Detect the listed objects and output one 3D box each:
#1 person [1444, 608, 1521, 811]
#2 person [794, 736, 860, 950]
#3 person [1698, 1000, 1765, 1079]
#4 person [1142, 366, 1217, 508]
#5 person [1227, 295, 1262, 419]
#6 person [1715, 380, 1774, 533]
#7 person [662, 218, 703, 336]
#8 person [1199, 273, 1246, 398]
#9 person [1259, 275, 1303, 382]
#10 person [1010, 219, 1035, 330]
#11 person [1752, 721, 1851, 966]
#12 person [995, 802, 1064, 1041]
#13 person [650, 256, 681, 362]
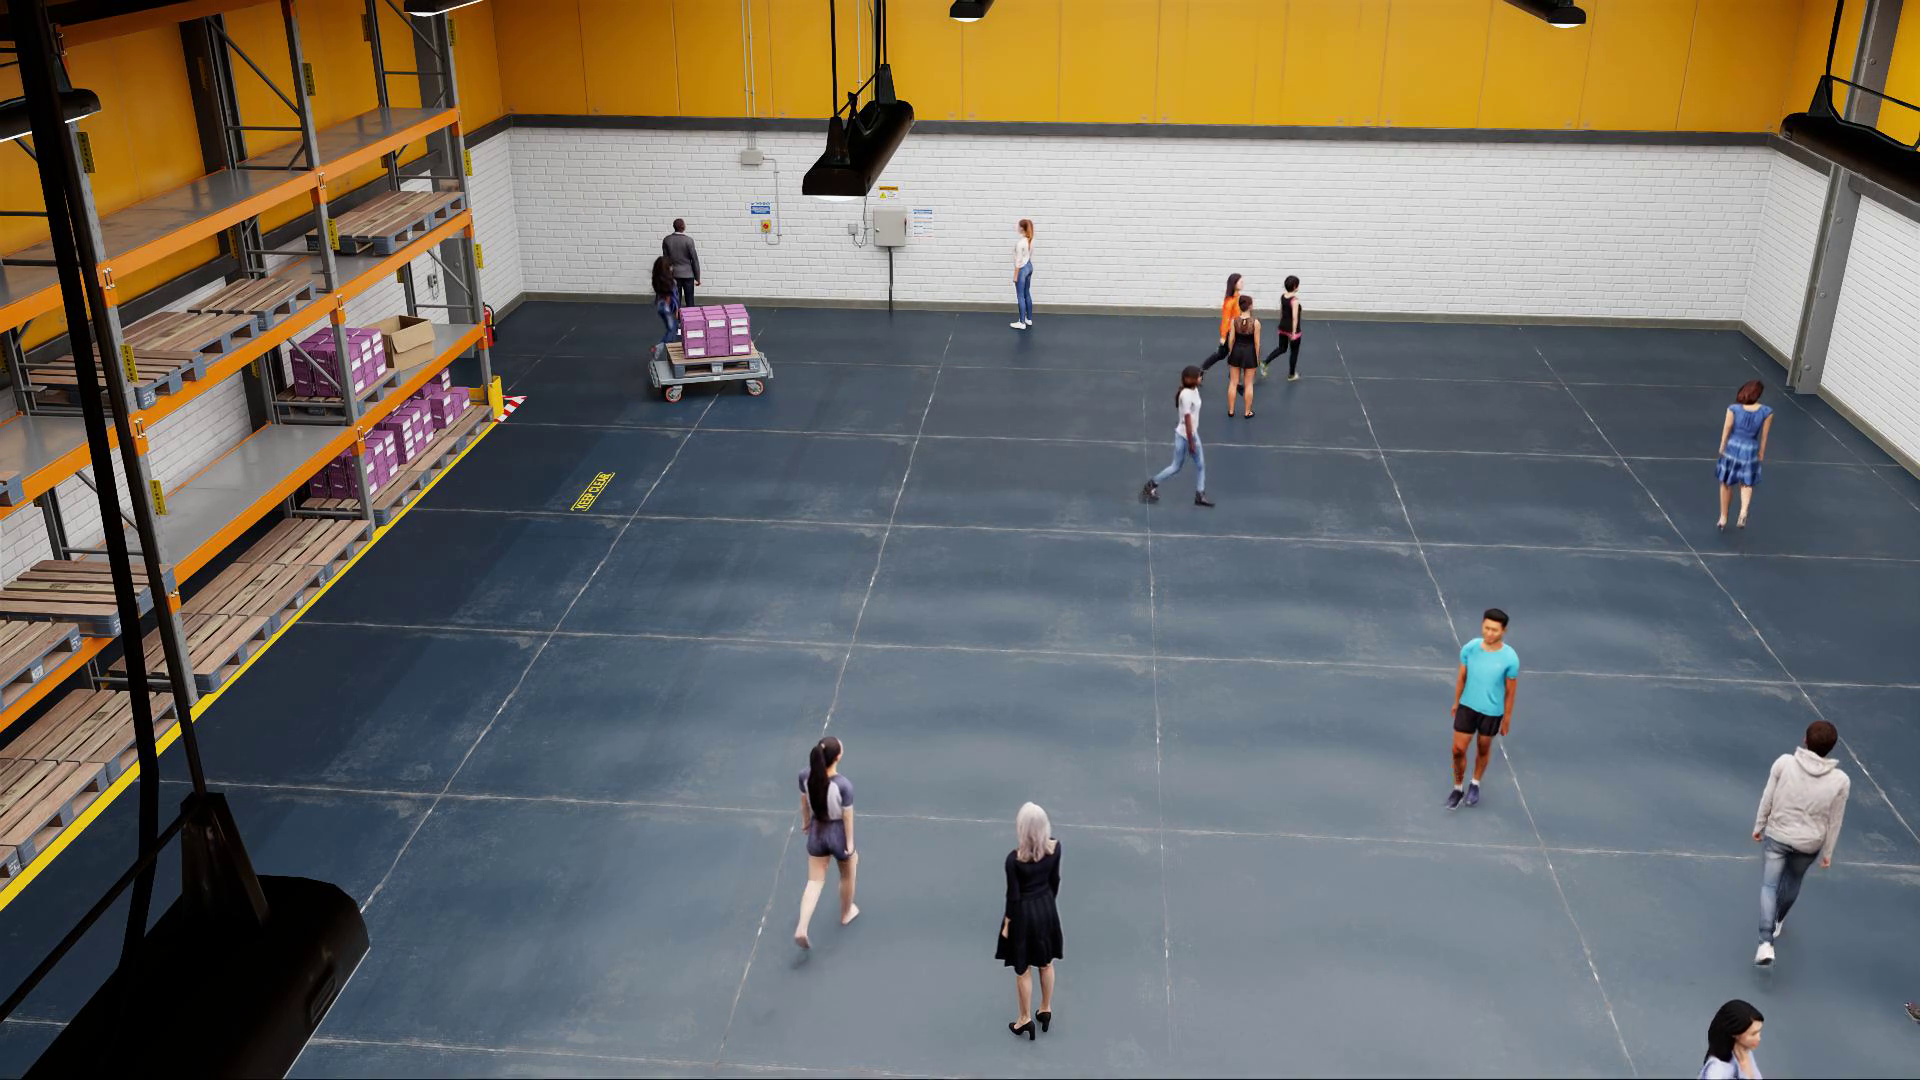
[{"bbox_3d":[4.239,1.328,13.437,0.797,1.762,0.860,13,27,28],"label":"person"},{"bbox_3d":[-0.961,2.147,11.735,0.803,1.623,1.031,11,26,23],"label":"person"},{"bbox_3d":[4.043,3.229,9.152,1.159,1.710,1.166,-21,31,-40],"label":"person"},{"bbox_3d":[2.547,-1.179,19.262,0.912,1.689,1.112,11,26,23],"label":"person"},{"bbox_3d":[3.778,-2.455,22.197,0.639,1.677,0.638,9,25,19],"label":"person"},{"bbox_3d":[8.677,-0.889,18.465,0.730,1.796,0.814,6,24,13],"label":"person"},{"bbox_3d":[-4.308,-4.072,25.721,0.747,1.817,0.602,4,24,10],"label":"person"},{"bbox_3d":[3.650,-2.842,23.032,0.920,1.717,1.143,9,25,20],"label":"person"},{"bbox_3d":[4.605,-2.983,23.583,0.873,1.534,0.920,-10,26,-22],"label":"person"},{"bbox_3d":[1.004,-4.195,26.121,0.746,1.721,0.618,13,27,27],"label":"person"},{"bbox_3d":[5.767,2.123,11.539,0.943,1.824,1.267,10,26,23],"label":"person"},{"bbox_3d":[0.459,2.473,10.836,0.704,1.746,0.744,-14,27,-29],"label":"person"},{"bbox_3d":[-4.309,-3.325,24.273,0.875,1.607,1.005,15,28,30],"label":"person"}]
